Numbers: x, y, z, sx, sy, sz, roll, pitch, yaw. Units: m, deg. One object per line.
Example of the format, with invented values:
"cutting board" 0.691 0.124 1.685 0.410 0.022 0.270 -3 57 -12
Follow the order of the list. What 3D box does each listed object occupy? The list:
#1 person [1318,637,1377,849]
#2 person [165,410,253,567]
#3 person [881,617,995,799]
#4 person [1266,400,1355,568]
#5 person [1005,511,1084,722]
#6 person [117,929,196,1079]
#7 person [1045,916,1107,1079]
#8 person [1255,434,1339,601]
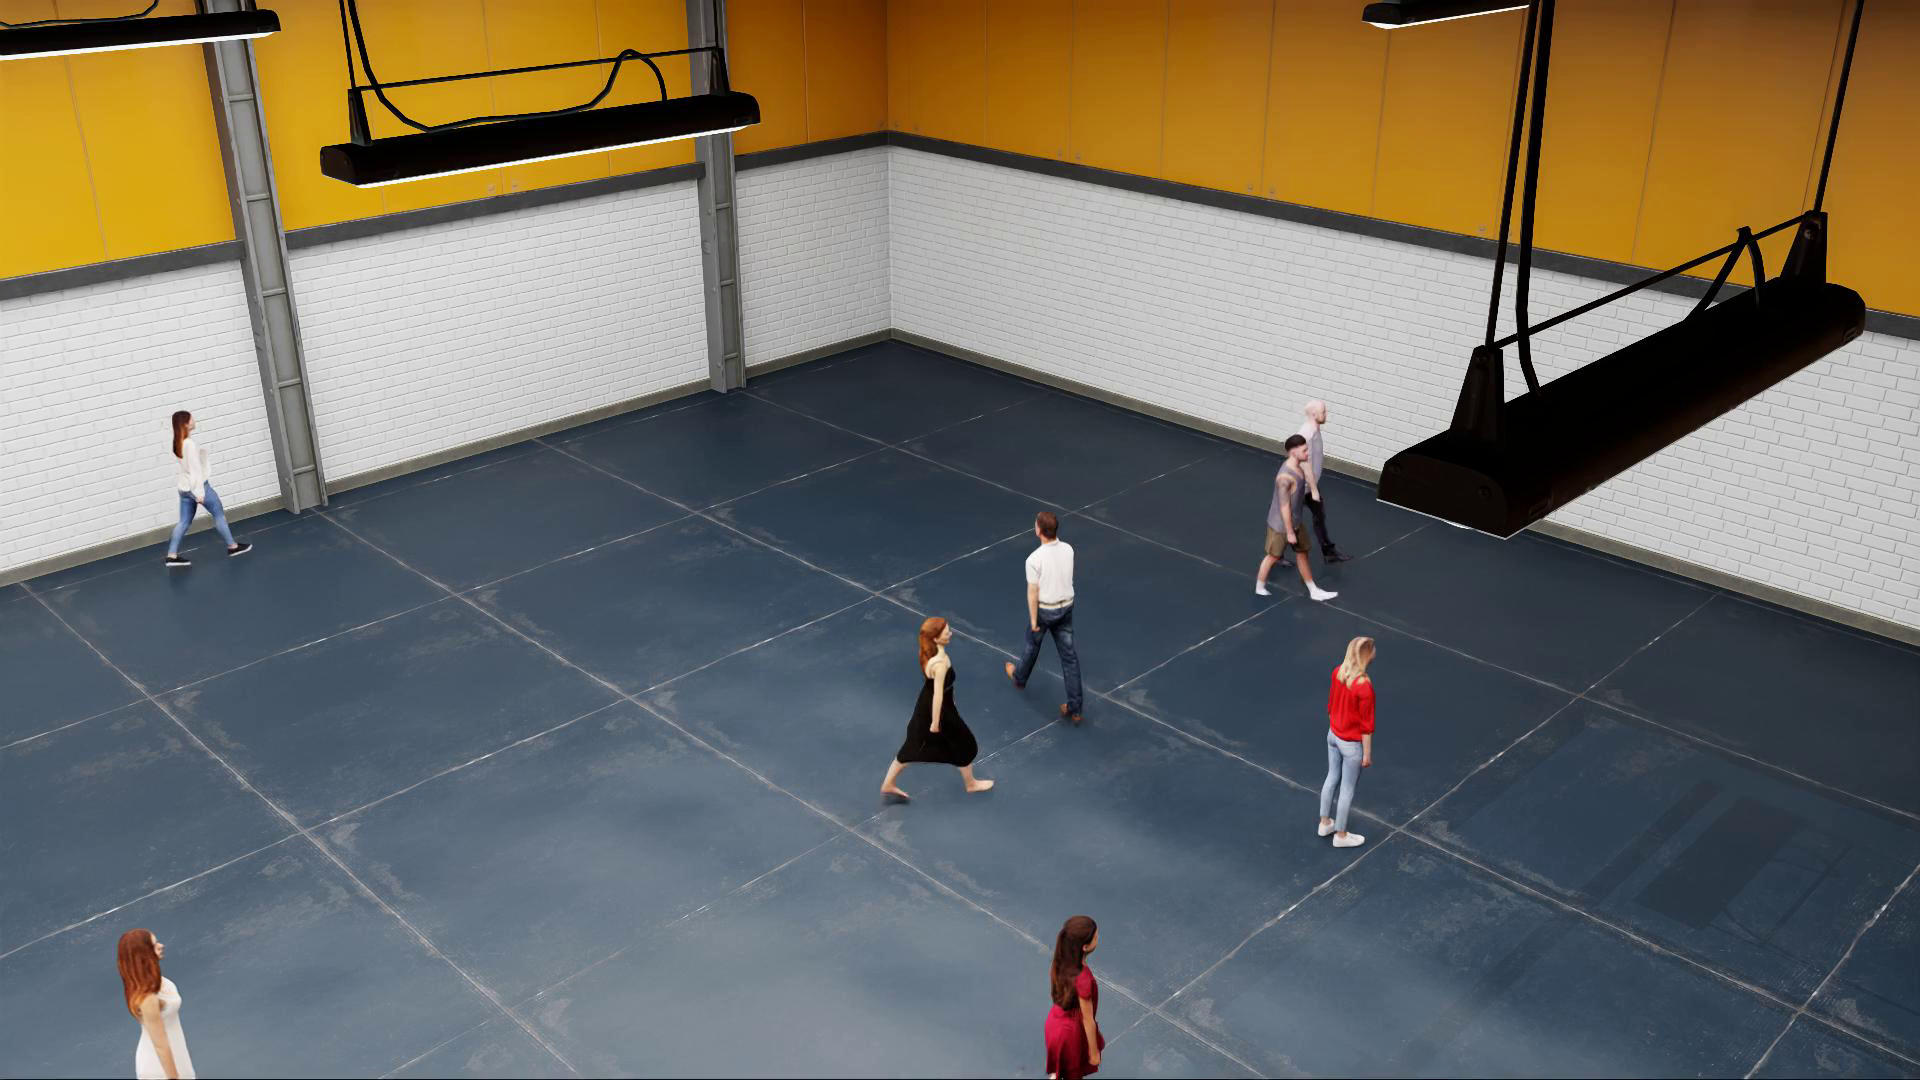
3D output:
"person" 2.890 1.492 12.405 0.637 1.704 0.685 -10 26 -23
"person" -7.894 -0.485 16.992 0.630 1.653 1.089 21 31 39
"person" -0.284 1.343 12.906 1.192 1.577 0.916 -7 25 -15
"person" 3.408 -0.556 16.979 0.969 1.795 1.130 12 26 25
"person" 0.847 0.680 14.142 1.258 1.800 0.995 -12 26 -25
"person" -4.427 2.881 9.220 0.613 1.712 0.613 -13 27 -27
"person" 0.575 2.837 9.529 0.803 1.544 0.707 -8 25 -17
"person" 3.125 -0.189 16.402 0.948 1.817 1.070 11 26 23
